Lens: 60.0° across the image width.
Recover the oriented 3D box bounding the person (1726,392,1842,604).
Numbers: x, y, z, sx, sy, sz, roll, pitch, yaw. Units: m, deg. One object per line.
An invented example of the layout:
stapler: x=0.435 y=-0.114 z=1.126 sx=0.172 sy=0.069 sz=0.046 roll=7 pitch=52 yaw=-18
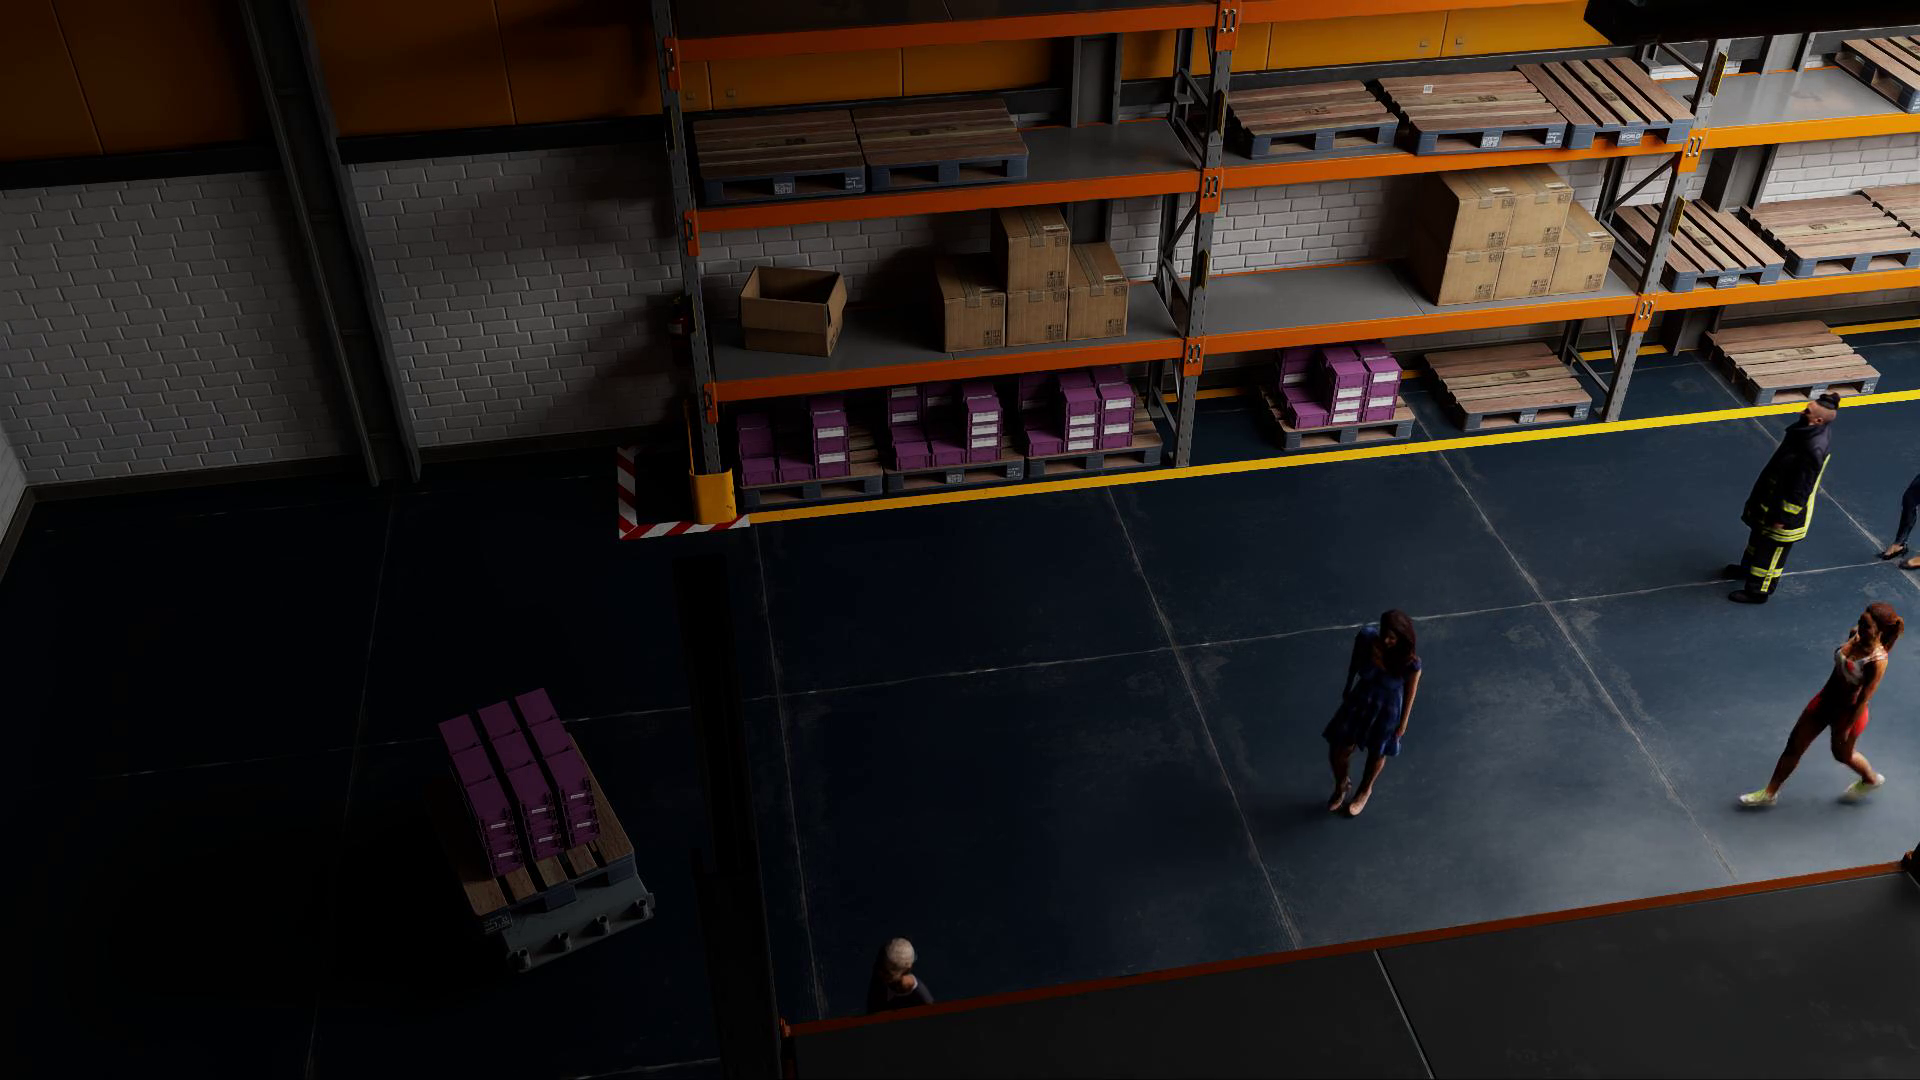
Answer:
person: x=6.245 y=-0.338 z=12.563 sx=0.870 sy=1.860 sz=0.867 roll=11 pitch=40 yaw=14

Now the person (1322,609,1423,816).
person: x=2.718 y=1.098 z=10.818 sx=0.846 sy=1.794 sz=0.904 roll=26 pitch=45 yaw=28

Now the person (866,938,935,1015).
person: x=-0.310 y=2.686 z=8.884 sx=0.689 sy=1.726 sz=0.714 roll=30 pitch=48 yaw=32

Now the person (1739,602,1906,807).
person: x=5.821 y=1.115 z=10.832 sx=1.201 sy=1.749 sz=0.675 roll=-3 pitch=39 yaw=-3
